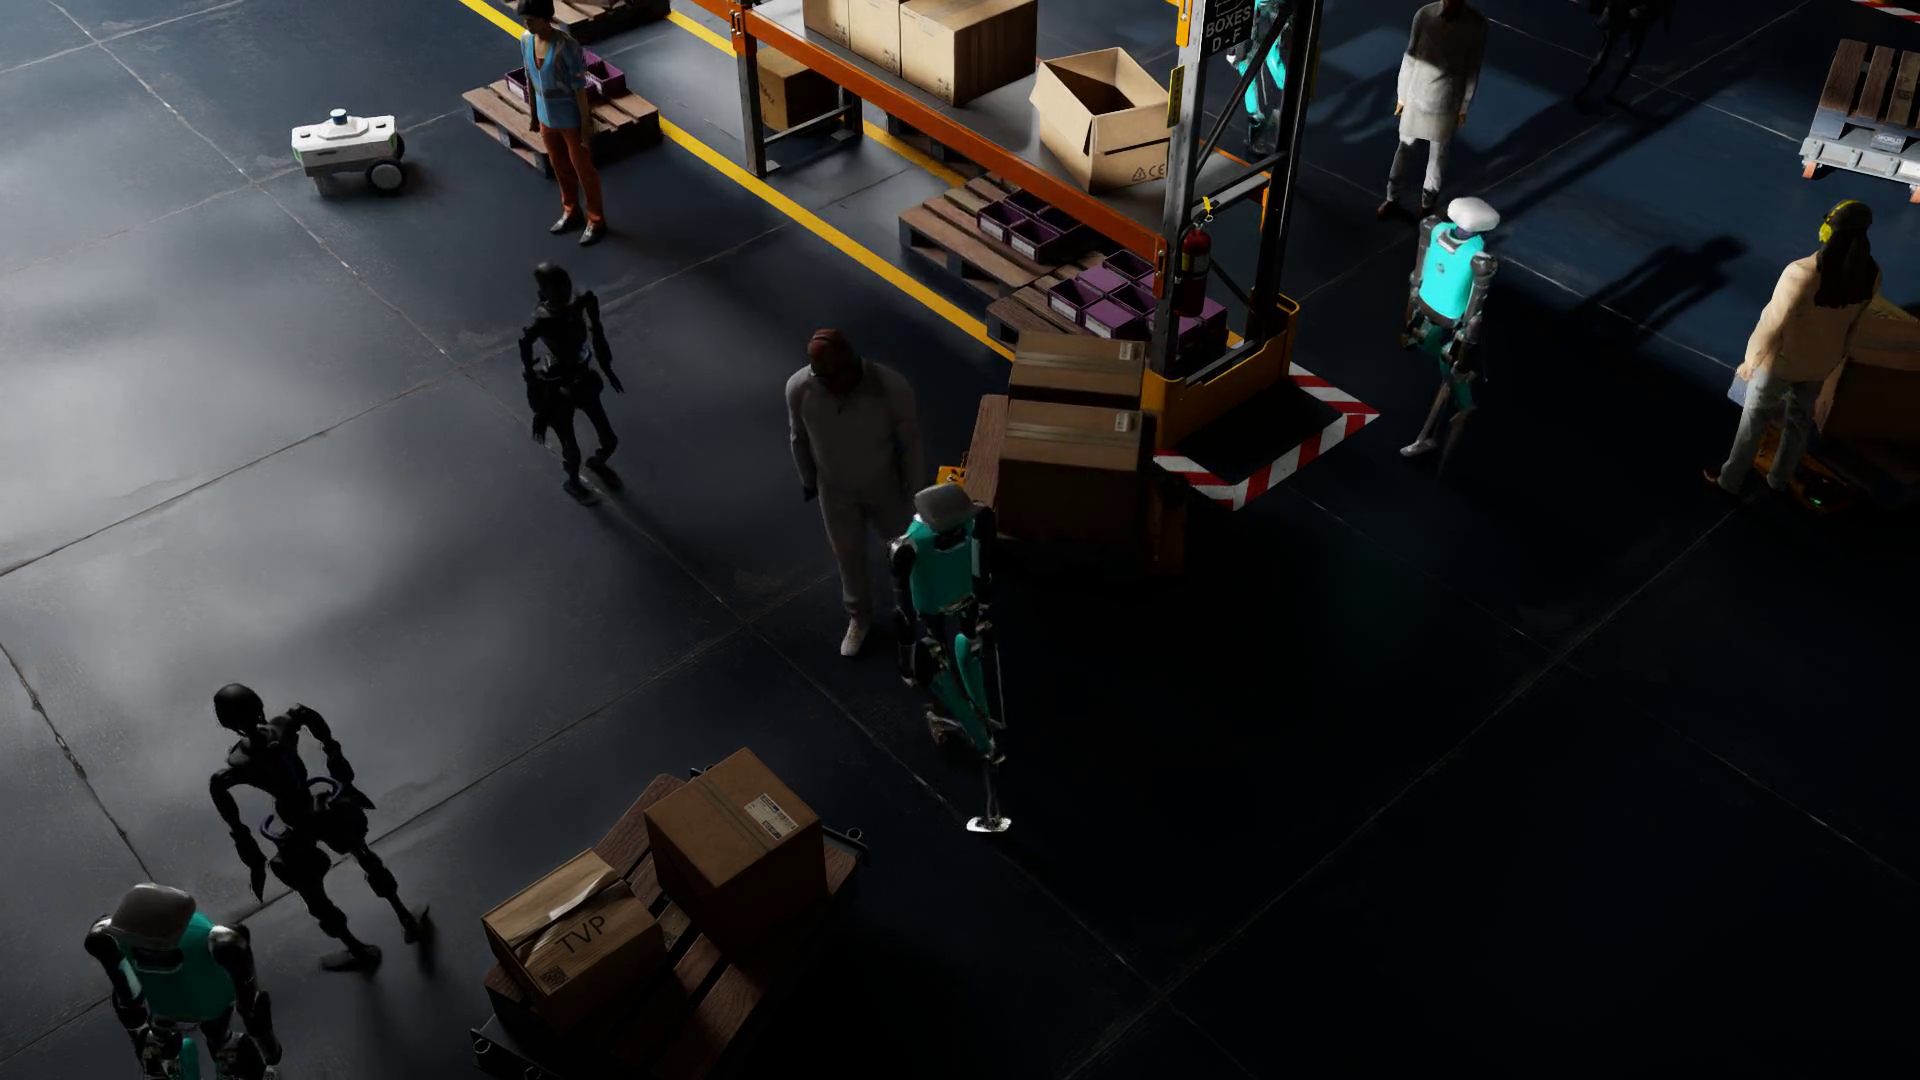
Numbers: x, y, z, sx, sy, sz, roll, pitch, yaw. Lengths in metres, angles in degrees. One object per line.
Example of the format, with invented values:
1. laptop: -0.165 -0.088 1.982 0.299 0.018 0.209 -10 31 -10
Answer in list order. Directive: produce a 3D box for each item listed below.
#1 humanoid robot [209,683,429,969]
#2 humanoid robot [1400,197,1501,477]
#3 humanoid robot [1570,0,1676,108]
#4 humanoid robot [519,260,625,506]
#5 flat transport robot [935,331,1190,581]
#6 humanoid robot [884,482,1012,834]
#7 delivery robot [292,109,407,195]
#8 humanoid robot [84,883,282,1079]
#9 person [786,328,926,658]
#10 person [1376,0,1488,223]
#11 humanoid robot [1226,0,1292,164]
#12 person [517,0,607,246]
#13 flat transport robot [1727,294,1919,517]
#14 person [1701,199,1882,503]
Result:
1. humanoid robot: -2.602 1.191 6.764 0.450 1.646 0.594 23 47 23
2. humanoid robot: 2.793 -1.118 9.268 0.684 1.858 0.540 -21 47 -22
3. humanoid robot: 5.020 -3.972 12.378 0.584 1.646 0.384 -9 43 -9
4. humanoid robot: -2.117 -0.841 8.974 0.417 1.634 0.598 27 49 26
5. flat transport robot: 0.542 -0.152 9.261 1.431 0.231 0.659 6 43 6
6. humanoid robot: 0.069 0.583 7.390 0.539 1.756 1.031 -27 49 -26
7. delivery robot: -4.355 -2.803 11.947 0.785 0.614 0.526 -11 44 -12
8. humanoid robot: -2.697 2.024 5.843 0.576 1.802 0.823 0 43 0
9. person: -0.498 -0.351 8.310 0.685 1.864 0.838 3 43 3
10. person: 3.179 -2.958 11.160 0.514 1.829 0.361 16 45 17
11. humanoid robot: 2.203 -3.412 11.790 0.544 1.882 0.703 -19 46 -20
12. person: -2.662 -2.805 11.048 0.499 1.759 0.339 20 46 21
13. flat transport robot: 5.310 -0.594 9.740 1.431 0.231 0.659 -19 46 -20
14. person: 4.524 -0.980 8.986 0.554 1.869 0.391 -3 43 -4
